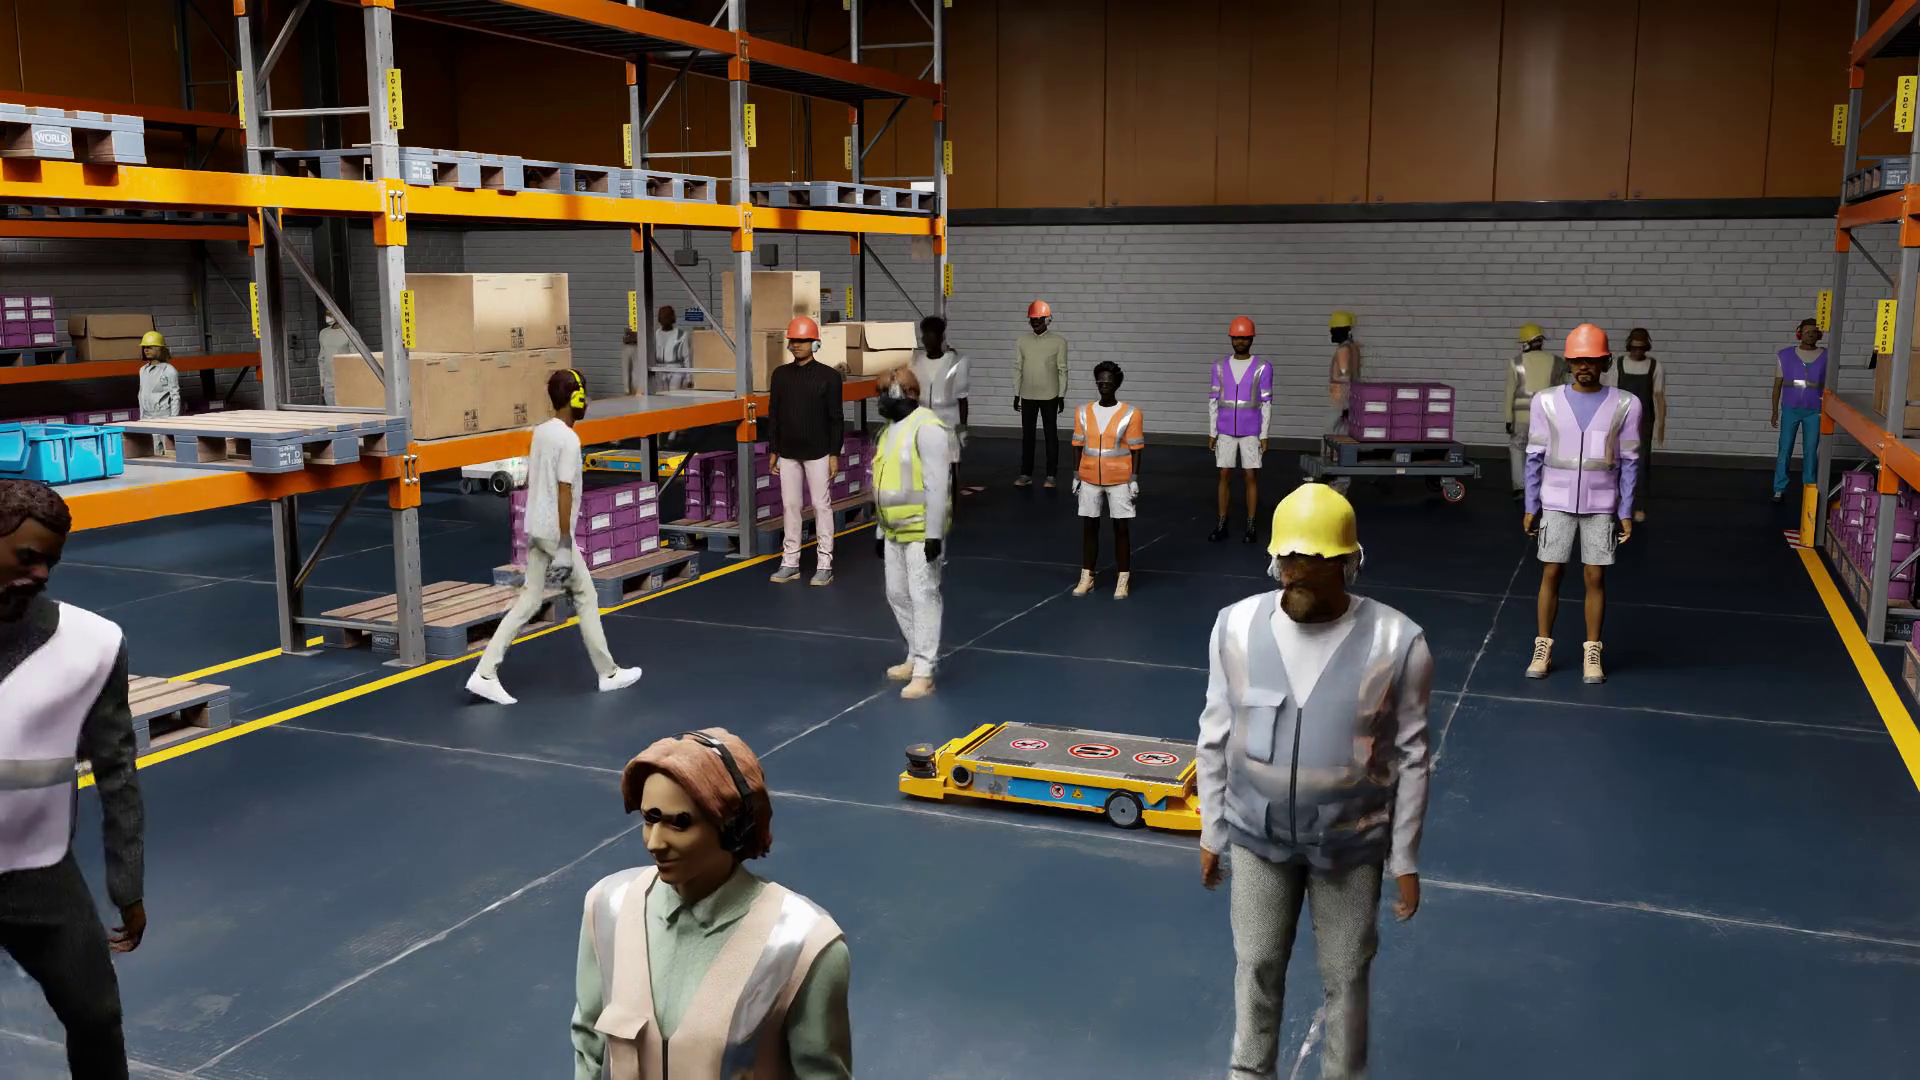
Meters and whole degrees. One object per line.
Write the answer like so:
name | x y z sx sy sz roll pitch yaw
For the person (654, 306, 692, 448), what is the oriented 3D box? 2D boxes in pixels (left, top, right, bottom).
person | -3.782 -2.165 21.948 0.584 1.860 0.816 3 10 16

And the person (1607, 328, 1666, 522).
person | 6.211 -1.053 15.352 0.567 1.801 0.451 4 10 21

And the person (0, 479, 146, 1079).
person | -2.266 0.794 3.971 0.716 1.872 0.478 -4 10 -24

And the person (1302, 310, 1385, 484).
person | 4.224 -1.538 18.022 0.870 1.897 0.589 5 11 27

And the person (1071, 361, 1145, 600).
person | 1.039 -0.425 11.847 0.538 1.700 0.317 4 10 22

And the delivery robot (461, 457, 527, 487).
delivery robot | -4.817 -0.790 17.236 0.707 0.478 0.477 4 10 22

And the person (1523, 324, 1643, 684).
person | 3.519 -0.201 9.455 0.611 2.043 0.374 4 10 22

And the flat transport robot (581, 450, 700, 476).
flat transport robot | -3.658 -0.890 18.983 1.431 0.197 0.652 4 10 22

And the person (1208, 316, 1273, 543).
person | 2.389 -0.942 14.247 0.548 1.942 0.347 4 10 22

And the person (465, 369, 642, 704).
person | -2.234 -0.011 9.035 0.987 1.819 0.579 -8 12 -40

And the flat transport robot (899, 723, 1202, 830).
flat transport robot | 0.512 1.023 7.392 1.431 0.197 0.652 4 10 22

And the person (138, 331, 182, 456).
person | -7.675 -1.123 15.939 0.490 1.746 0.285 4 10 22

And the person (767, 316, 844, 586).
person | -1.159 -0.659 12.366 0.618 1.997 0.373 4 10 22

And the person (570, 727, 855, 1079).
person | -0.411 1.106 2.749 0.519 1.640 0.307 4 10 22

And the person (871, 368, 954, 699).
person | -0.253 -0.038 9.212 0.468 1.811 0.670 -6 11 -31

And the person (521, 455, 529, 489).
person | -3.559 -0.978 14.216 0.631 2.021 0.539 5 11 27

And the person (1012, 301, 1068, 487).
person | 0.848 -1.559 17.829 0.618 1.994 0.380 4 10 22

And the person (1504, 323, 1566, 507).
person | 5.669 -1.236 16.447 0.617 1.800 0.574 1 9 6

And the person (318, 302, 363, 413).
person | -7.427 -1.878 19.932 0.633 1.939 0.368 4 10 22

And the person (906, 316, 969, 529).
person | -0.198 -1.025 14.807 0.613 1.932 0.516 3 10 20

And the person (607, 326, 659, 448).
person | -4.242 -1.984 21.619 0.839 1.586 0.509 8 12 39

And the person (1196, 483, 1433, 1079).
person | 0.896 0.759 4.318 0.602 1.824 0.410 4 10 23

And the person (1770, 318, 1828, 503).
person | 8.401 -1.282 16.586 0.568 1.849 0.386 4 10 22
